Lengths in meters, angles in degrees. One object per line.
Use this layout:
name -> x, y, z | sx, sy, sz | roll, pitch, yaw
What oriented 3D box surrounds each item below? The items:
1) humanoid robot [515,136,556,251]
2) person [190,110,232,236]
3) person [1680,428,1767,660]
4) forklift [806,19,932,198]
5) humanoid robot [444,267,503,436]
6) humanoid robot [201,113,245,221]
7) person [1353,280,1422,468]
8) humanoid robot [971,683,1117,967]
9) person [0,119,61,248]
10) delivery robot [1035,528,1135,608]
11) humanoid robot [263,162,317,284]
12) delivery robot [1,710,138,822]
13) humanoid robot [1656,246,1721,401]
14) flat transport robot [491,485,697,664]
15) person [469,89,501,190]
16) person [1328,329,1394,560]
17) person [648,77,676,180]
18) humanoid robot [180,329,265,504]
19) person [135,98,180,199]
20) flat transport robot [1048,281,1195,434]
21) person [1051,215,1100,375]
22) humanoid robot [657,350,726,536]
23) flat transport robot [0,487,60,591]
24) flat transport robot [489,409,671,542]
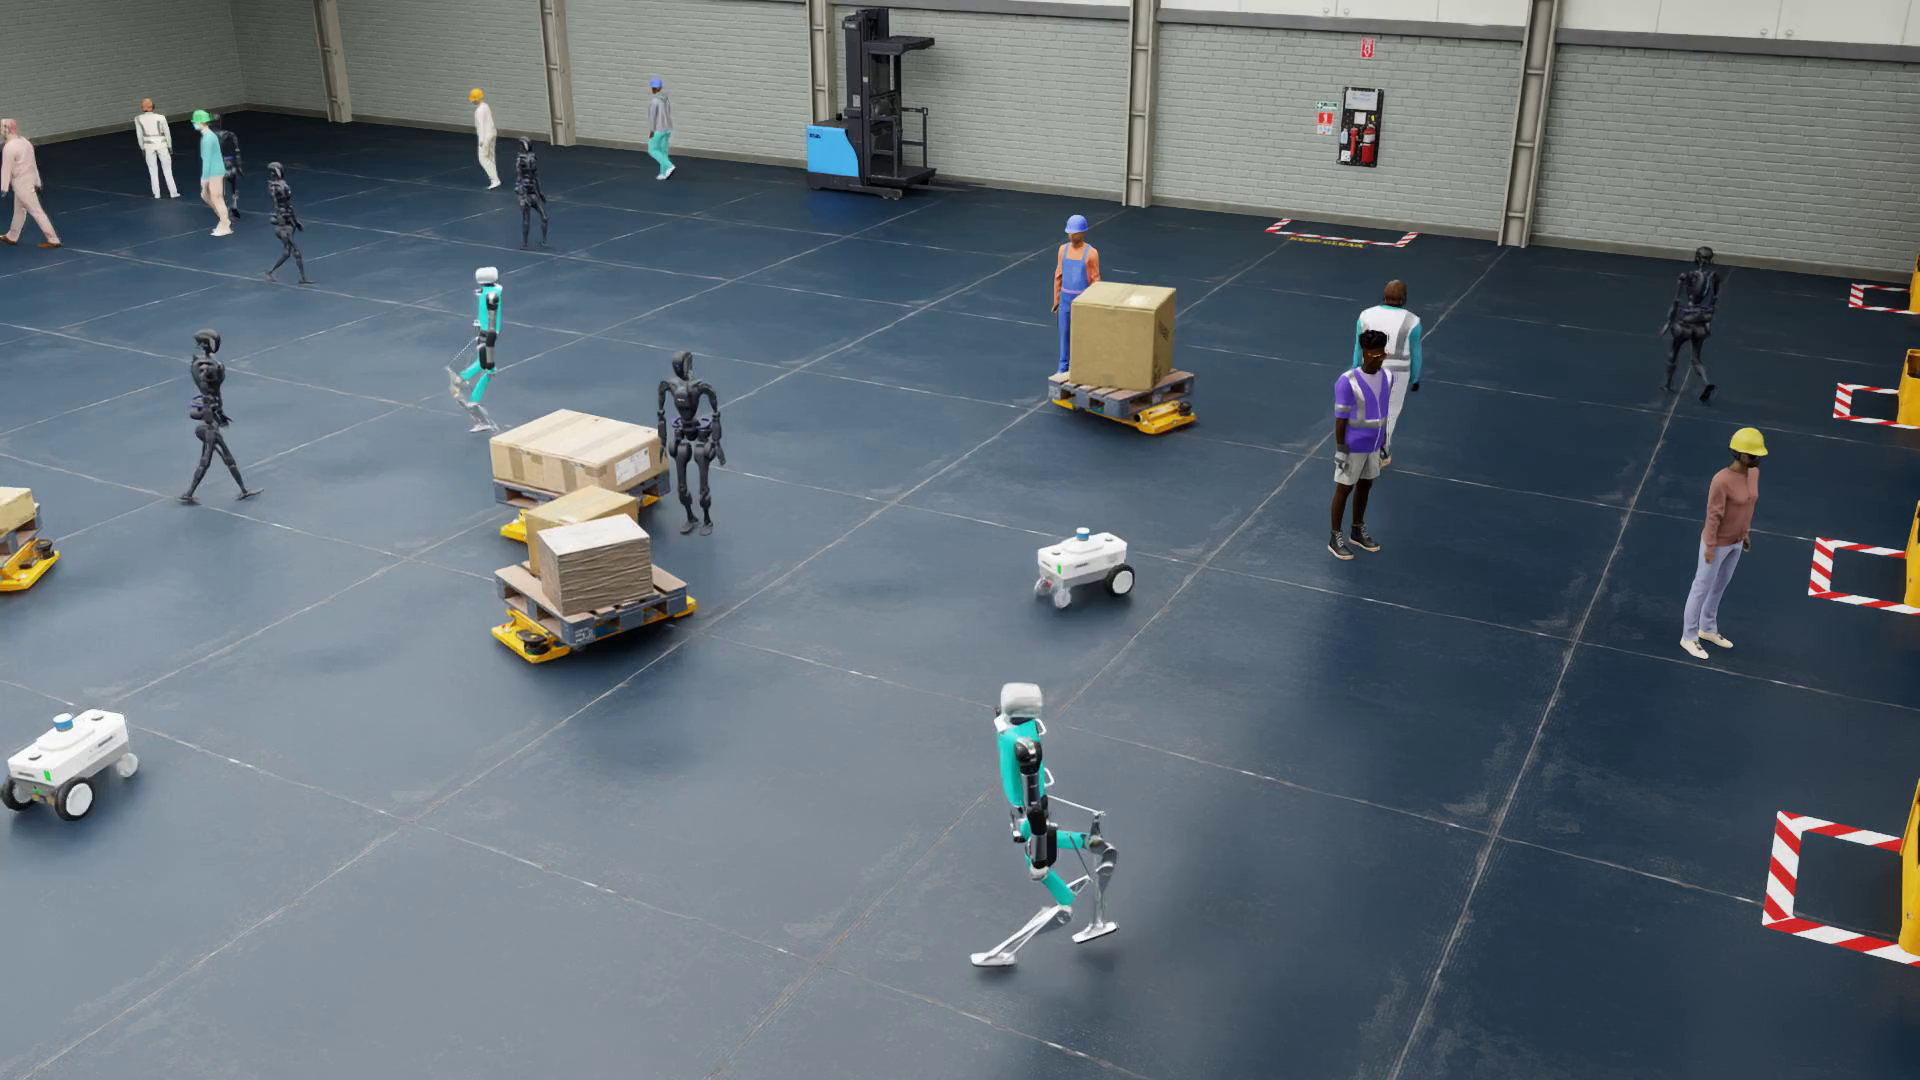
humanoid robot -> -6.209, -5.002, 24.031 | 0.483, 1.641, 0.608 | 6, 24, 14
person -> -11.244, -5.486, 24.920 | 0.459, 1.858, 0.527 | -10, 25, -21
person -> 5.645, 0.010, 12.241 | 0.523, 1.769, 0.314 | -15, 27, -31
forklift -> -1.573, -7.292, 27.850 | 1.873, 2.768, 1.129 | 12, 26, 25
humanoid robot -> -4.846, -1.801, 16.528 | 0.814, 1.793, 0.564 | -8, 24, -17
humanoid robot -> -11.470, -5.776, 25.828 | 0.608, 1.649, 0.411 | -9, 25, -20
person -> 4.072, -1.571, 15.849 | 0.625, 1.824, 0.457 | 17, 28, 34
humanoid robot -> 0.567, 1.530, 8.792 | 1.030, 1.754, 0.542 | -5, 24, -12
person -> -13.709, -5.155, 24.154 | 0.986, 1.856, 0.641 | -3, 23, -8
delivery robot -> 1.001, 0.200, 13.359 | 0.808, 0.614, 0.499 | -14, 27, -29
humanoid robot -> -9.115, -4.241, 22.318 | 0.742, 1.653, 0.588 | -1, 23, -3
delivery robot -> -5.646, 1.402, 10.544 | 0.499, 0.601, 0.788 | 7, 24, 16
humanoid robot -> 7.866, -2.325, 17.816 | 0.589, 1.640, 0.637 | -6, 24, -15
flat transport robot -> -2.810, 0.570, 12.837 | 1.431, 0.231, 0.659 | -19, 30, -37
person -> -8.052, -6.839, 28.322 | 0.348, 1.667, 0.612 | 4, 24, 10
person -> 3.365, -0.812, 13.907 | 0.603, 1.966, 0.368 | -15, 27, -31
person -> -5.173, -7.101, 28.798 | 0.451, 1.759, 0.564 | 9, 25, 19
humanoid robot -> -6.796, -1.106, 15.022 | 0.743, 1.624, 0.592 | -6, 24, -13
person -> -13.271, -6.460, 27.464 | 0.510, 1.639, 0.306 | -5, 24, -11
flat transport robot -> 1.696, -1.423, 17.475 | 0.659, 0.231, 1.431 | -21, 31, -40
person -> 1.262, -2.604, 18.148 | 0.534, 1.906, 0.373 | 12, 26, 26
humanoid robot -> -2.311, -0.847, 14.360 | 0.616, 1.648, 0.316 | 4, 24, 10
flat transport robot -> -8.261, 0.228, 13.631 | 1.431, 0.231, 0.659 | -2, 23, -5
flat transport robot -> -3.364, -0.294, 14.847 | 0.659, 0.231, 1.431 | 13, 26, 27
